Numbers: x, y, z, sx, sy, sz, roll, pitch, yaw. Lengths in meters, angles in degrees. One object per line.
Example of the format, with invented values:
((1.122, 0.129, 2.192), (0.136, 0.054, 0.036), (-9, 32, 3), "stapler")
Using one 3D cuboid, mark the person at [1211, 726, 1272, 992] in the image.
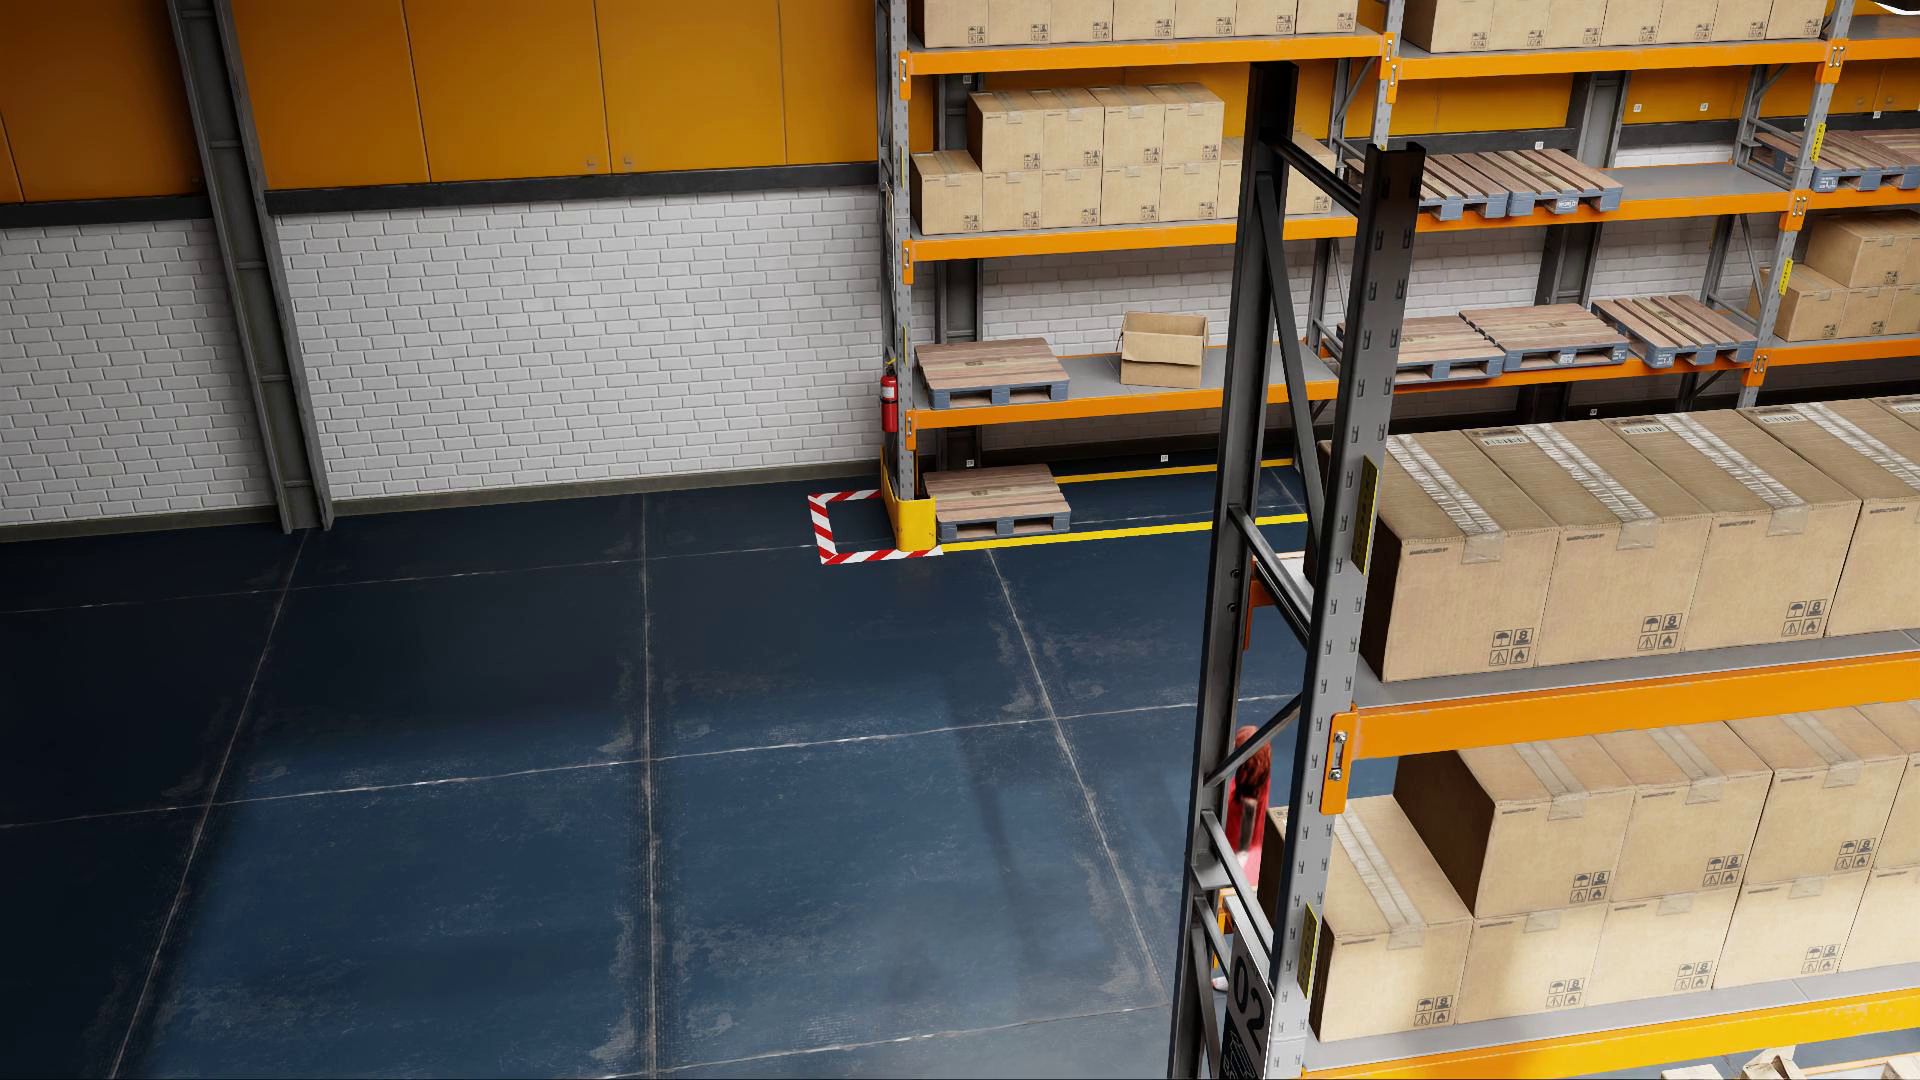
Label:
((1.650, 1.837, 9.593), (0.640, 1.824, 0.655), (7, 29, 13), "person")
